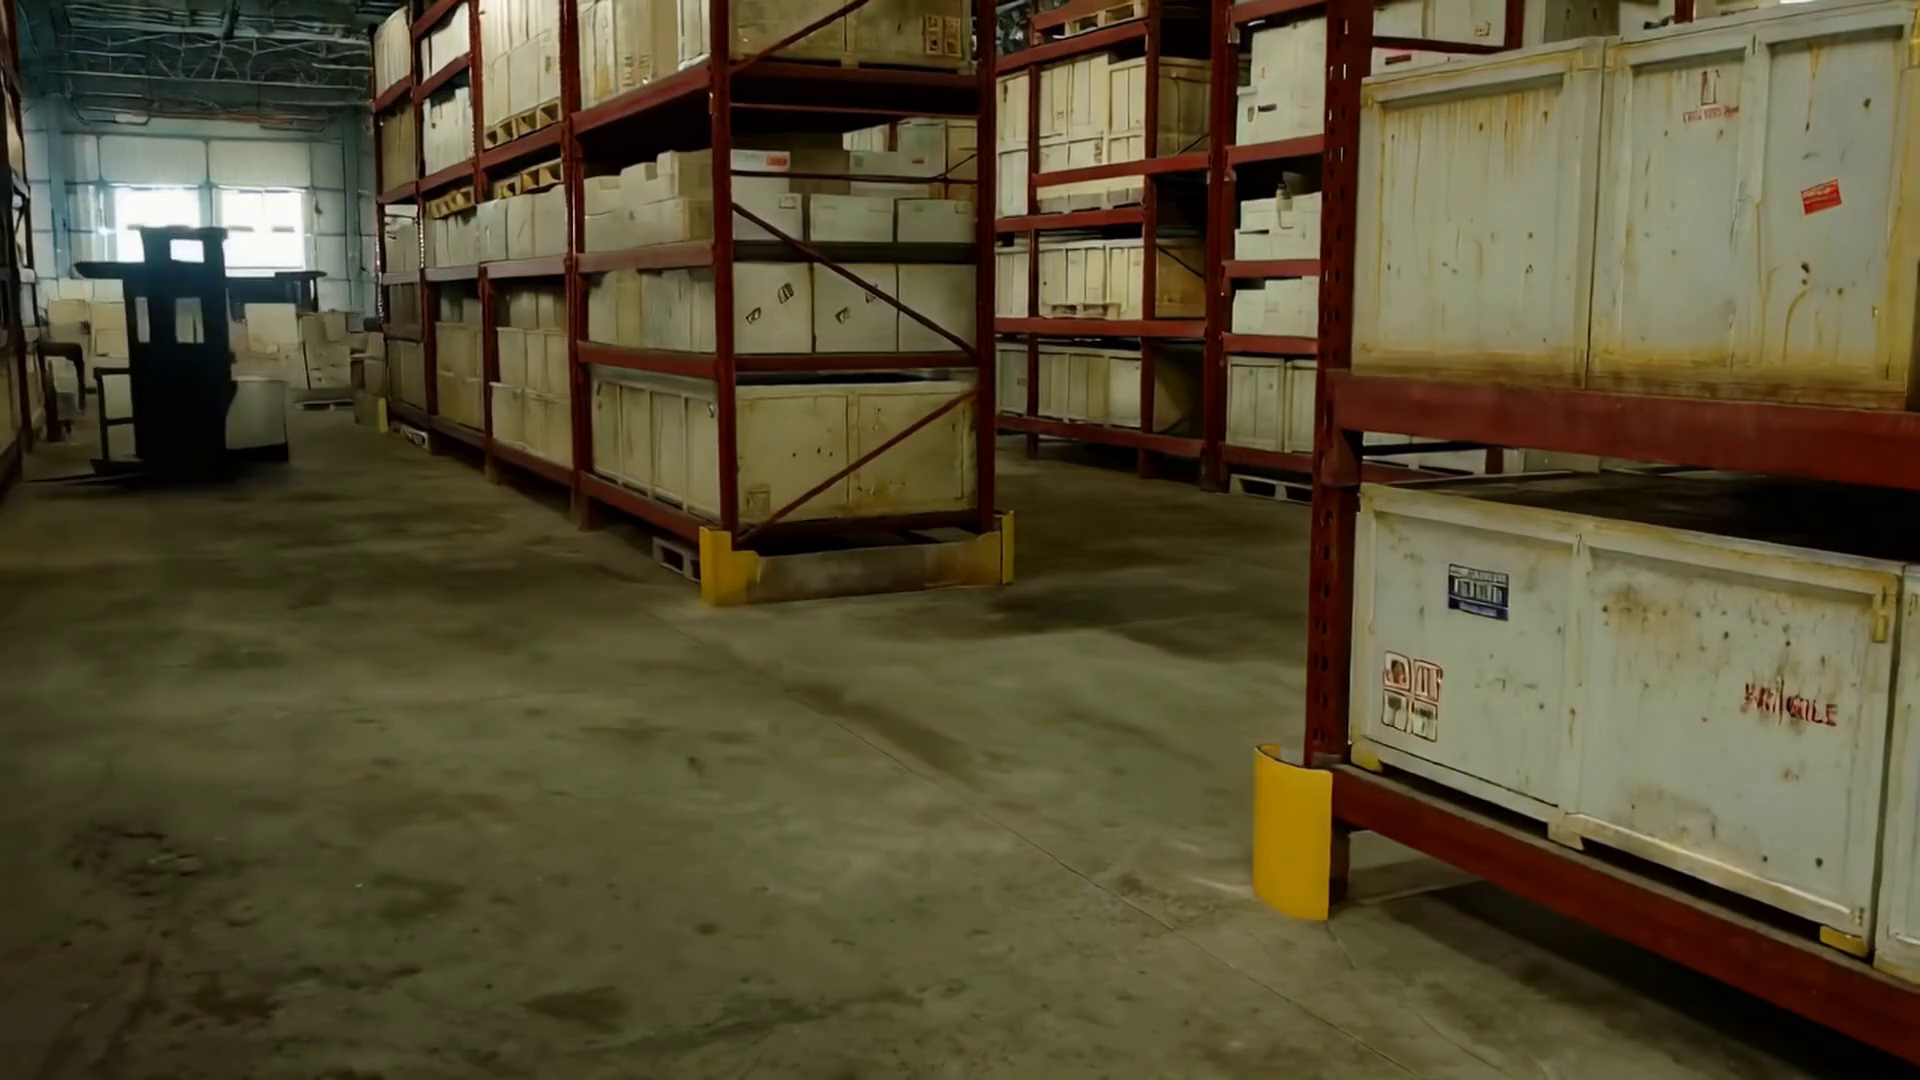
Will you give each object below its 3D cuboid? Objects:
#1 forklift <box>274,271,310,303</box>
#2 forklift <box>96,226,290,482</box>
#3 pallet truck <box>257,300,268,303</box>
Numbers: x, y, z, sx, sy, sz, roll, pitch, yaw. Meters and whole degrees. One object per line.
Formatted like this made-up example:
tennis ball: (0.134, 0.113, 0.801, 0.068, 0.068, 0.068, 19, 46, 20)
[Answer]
forklift: (-19.394, -6.432, 48.444, 1.873, 2.768, 1.129, 6, 10, 35)
forklift: (-8.713, -2.143, 18.866, 1.129, 2.768, 1.873, 3, 9, 18)
pallet truck: (-23.913, -7.404, 58.171, 1.885, 1.965, 0.823, -1, 8, -9)
